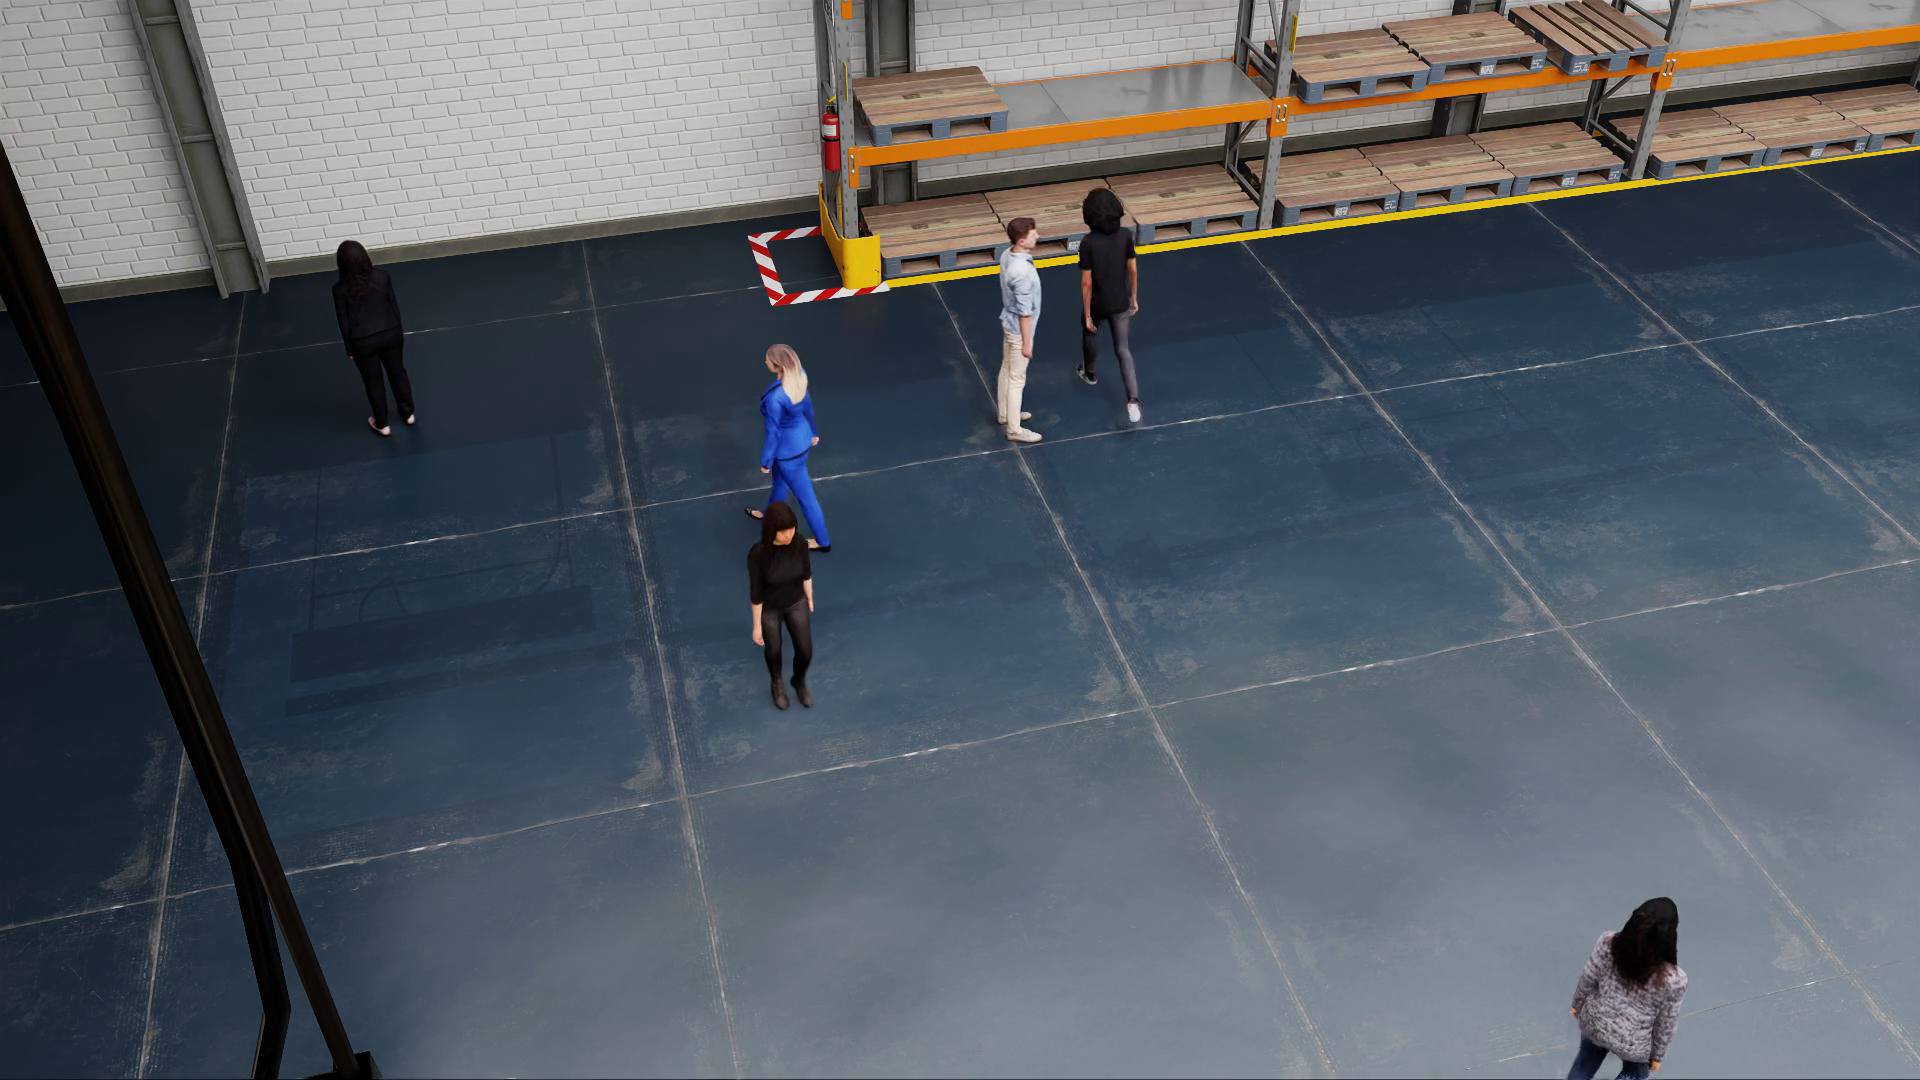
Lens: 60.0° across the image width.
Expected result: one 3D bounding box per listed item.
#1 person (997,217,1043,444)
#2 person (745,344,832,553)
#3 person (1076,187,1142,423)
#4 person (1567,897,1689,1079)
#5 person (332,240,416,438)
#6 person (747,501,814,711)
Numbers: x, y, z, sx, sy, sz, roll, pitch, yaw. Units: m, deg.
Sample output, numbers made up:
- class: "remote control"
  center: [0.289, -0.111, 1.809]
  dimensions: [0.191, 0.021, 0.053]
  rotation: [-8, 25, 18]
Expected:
- class: "person"
  center: [0.435, -1.621, 12.663]
  dimensions: [0.575, 1.847, 0.662]
  rotation: [-6, 39, -7]
- class: "person"
  center: [-1.070, -0.598, 11.522]
  dimensions: [1.087, 1.673, 0.957]
  rotation: [12, 40, 15]
- class: "person"
  center: [1.174, -1.771, 12.922]
  dimensions: [1.161, 1.760, 0.752]
  rotation: [-10, 40, -12]
- class: "person"
  center: [3.052, 2.334, 7.808]
  dimensions: [0.855, 1.726, 0.793]
  rotation: [-31, 48, -33]
- class: "person"
  center: [-4.492, -1.552, 12.761]
  dimensions: [0.723, 1.619, 0.815]
  rotation: [-32, 48, -33]
- class: "person"
  center: [-1.142, 0.363, 10.358]
  dimensions: [0.546, 1.624, 0.672]
  rotation: [-12, 40, -15]
